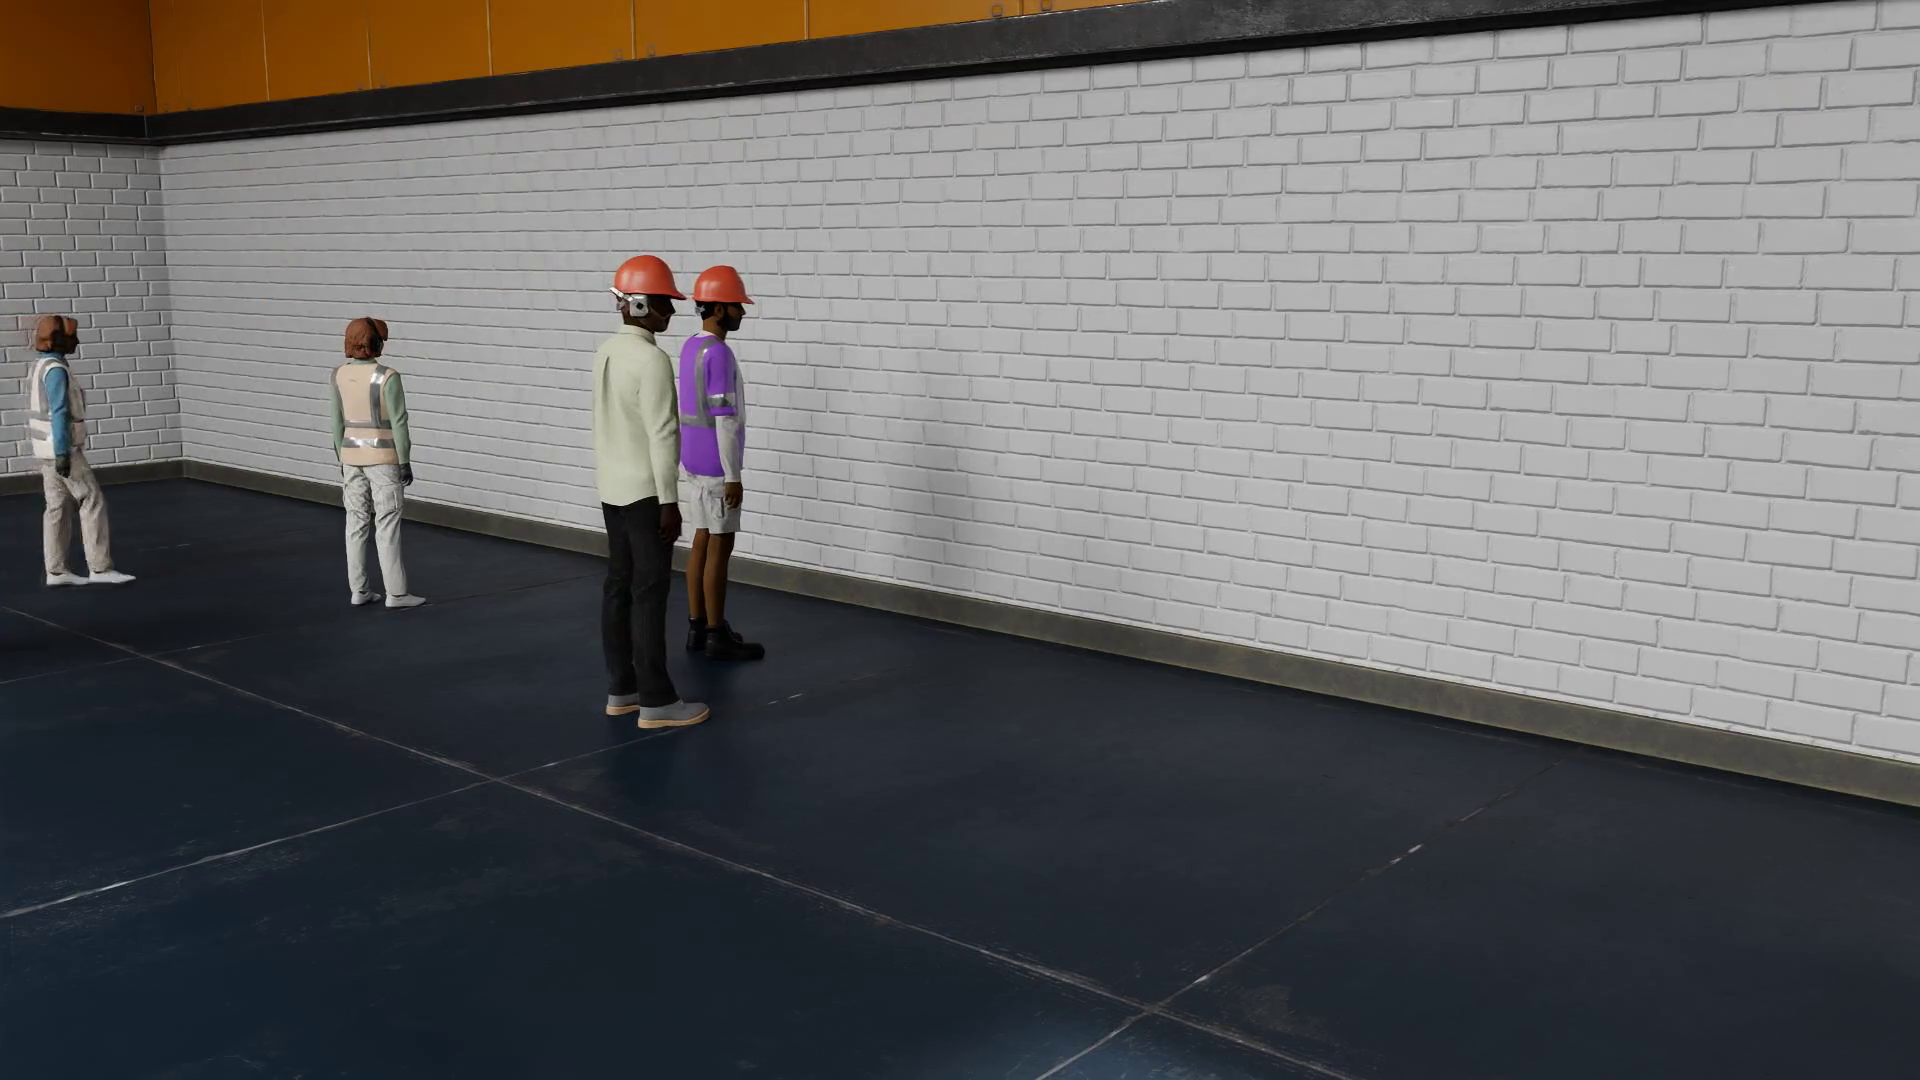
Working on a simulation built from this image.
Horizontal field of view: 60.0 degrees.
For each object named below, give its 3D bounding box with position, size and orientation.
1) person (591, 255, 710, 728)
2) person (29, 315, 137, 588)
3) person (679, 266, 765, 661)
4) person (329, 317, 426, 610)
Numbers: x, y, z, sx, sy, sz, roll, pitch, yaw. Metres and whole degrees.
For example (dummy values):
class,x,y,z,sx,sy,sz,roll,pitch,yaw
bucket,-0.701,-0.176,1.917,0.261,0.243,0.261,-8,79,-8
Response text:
class,x,y,z,sx,sy,sz,roll,pitch,yaw
person,-1.347,-0.205,7.085,0.391,1.991,0.612,-7,12,-35
person,-5.227,-0.523,9.908,0.562,1.621,0.546,-7,12,-35
person,-1.180,-0.375,8.212,0.372,1.935,0.551,-5,11,-26
person,-3.291,-0.423,9.329,0.513,1.641,0.309,4,11,22
